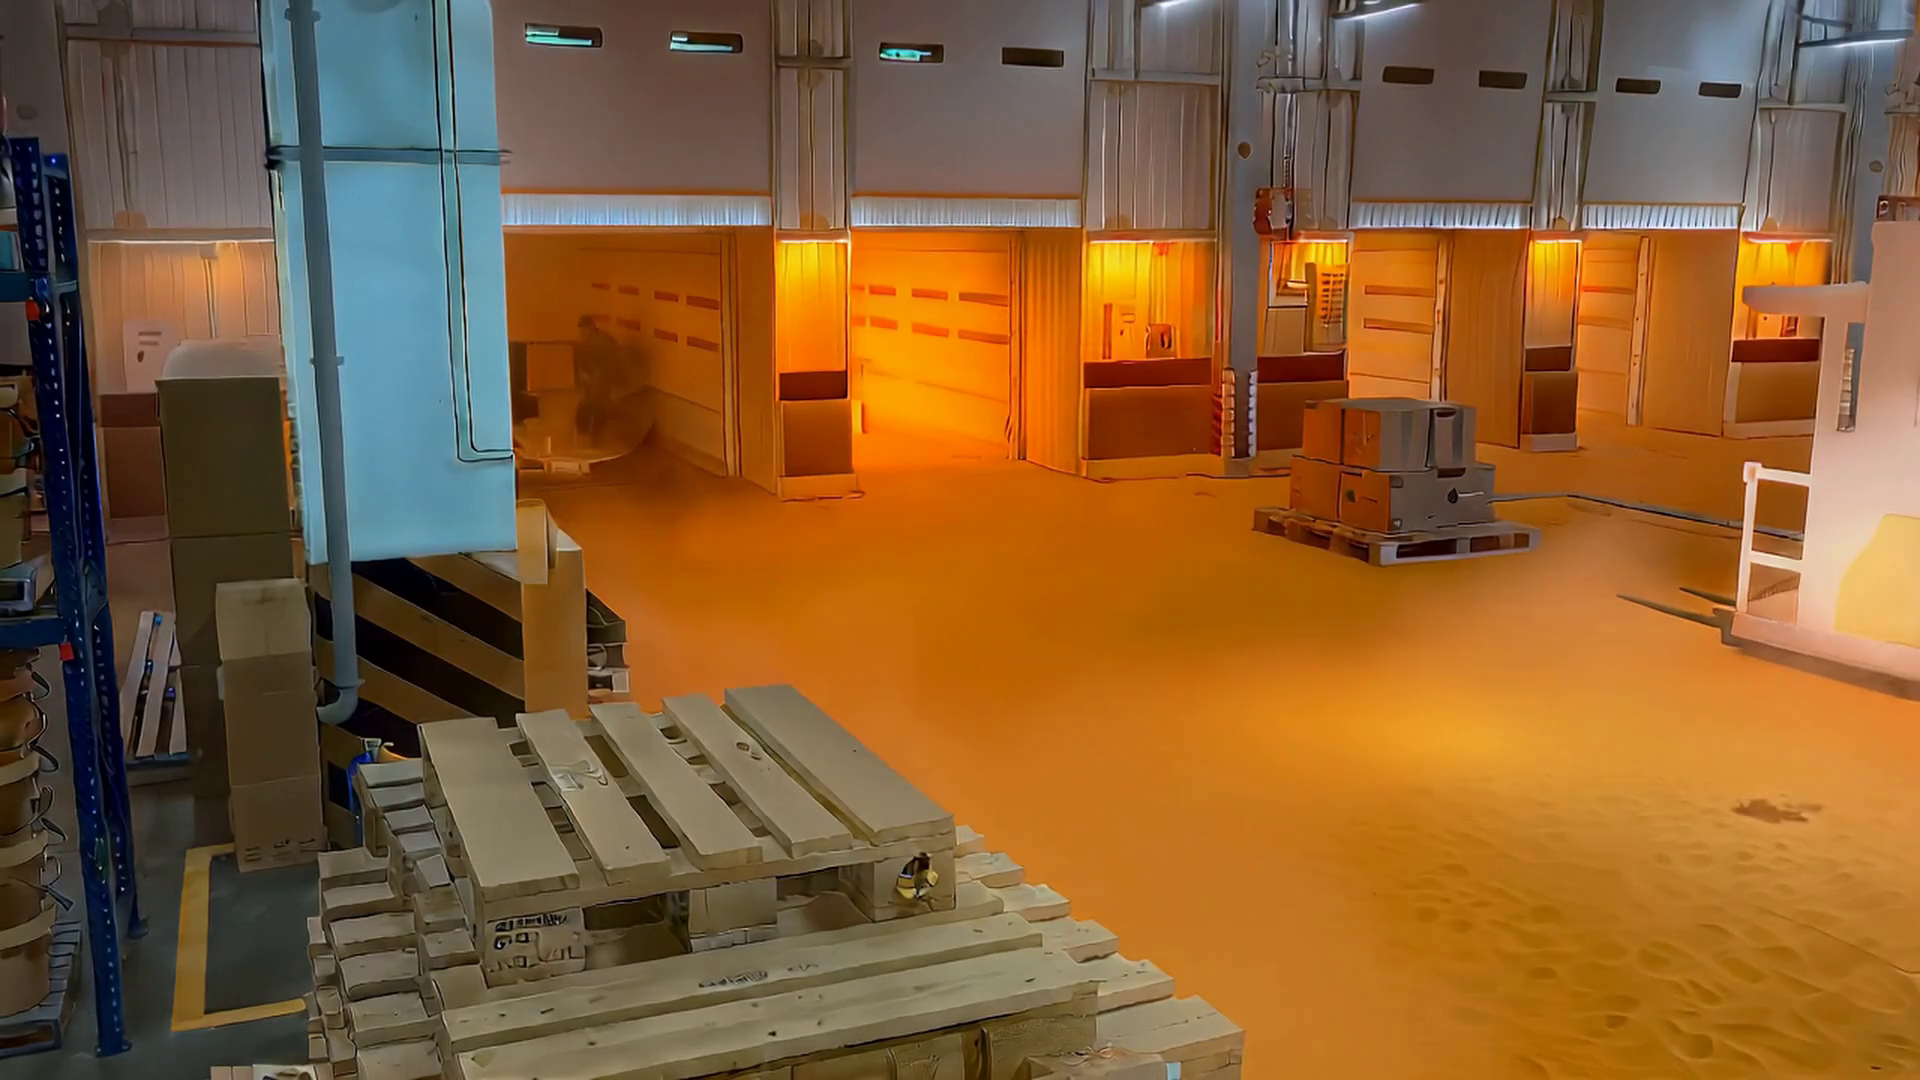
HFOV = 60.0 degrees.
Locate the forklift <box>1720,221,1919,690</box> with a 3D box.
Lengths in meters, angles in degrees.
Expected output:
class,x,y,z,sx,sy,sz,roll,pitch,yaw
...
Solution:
class,x,y,z,sx,sy,sz,roll,pitch,yaw
forklift,5.949,-0.550,10.218,1.129,2.768,1.873,-4,11,-23
